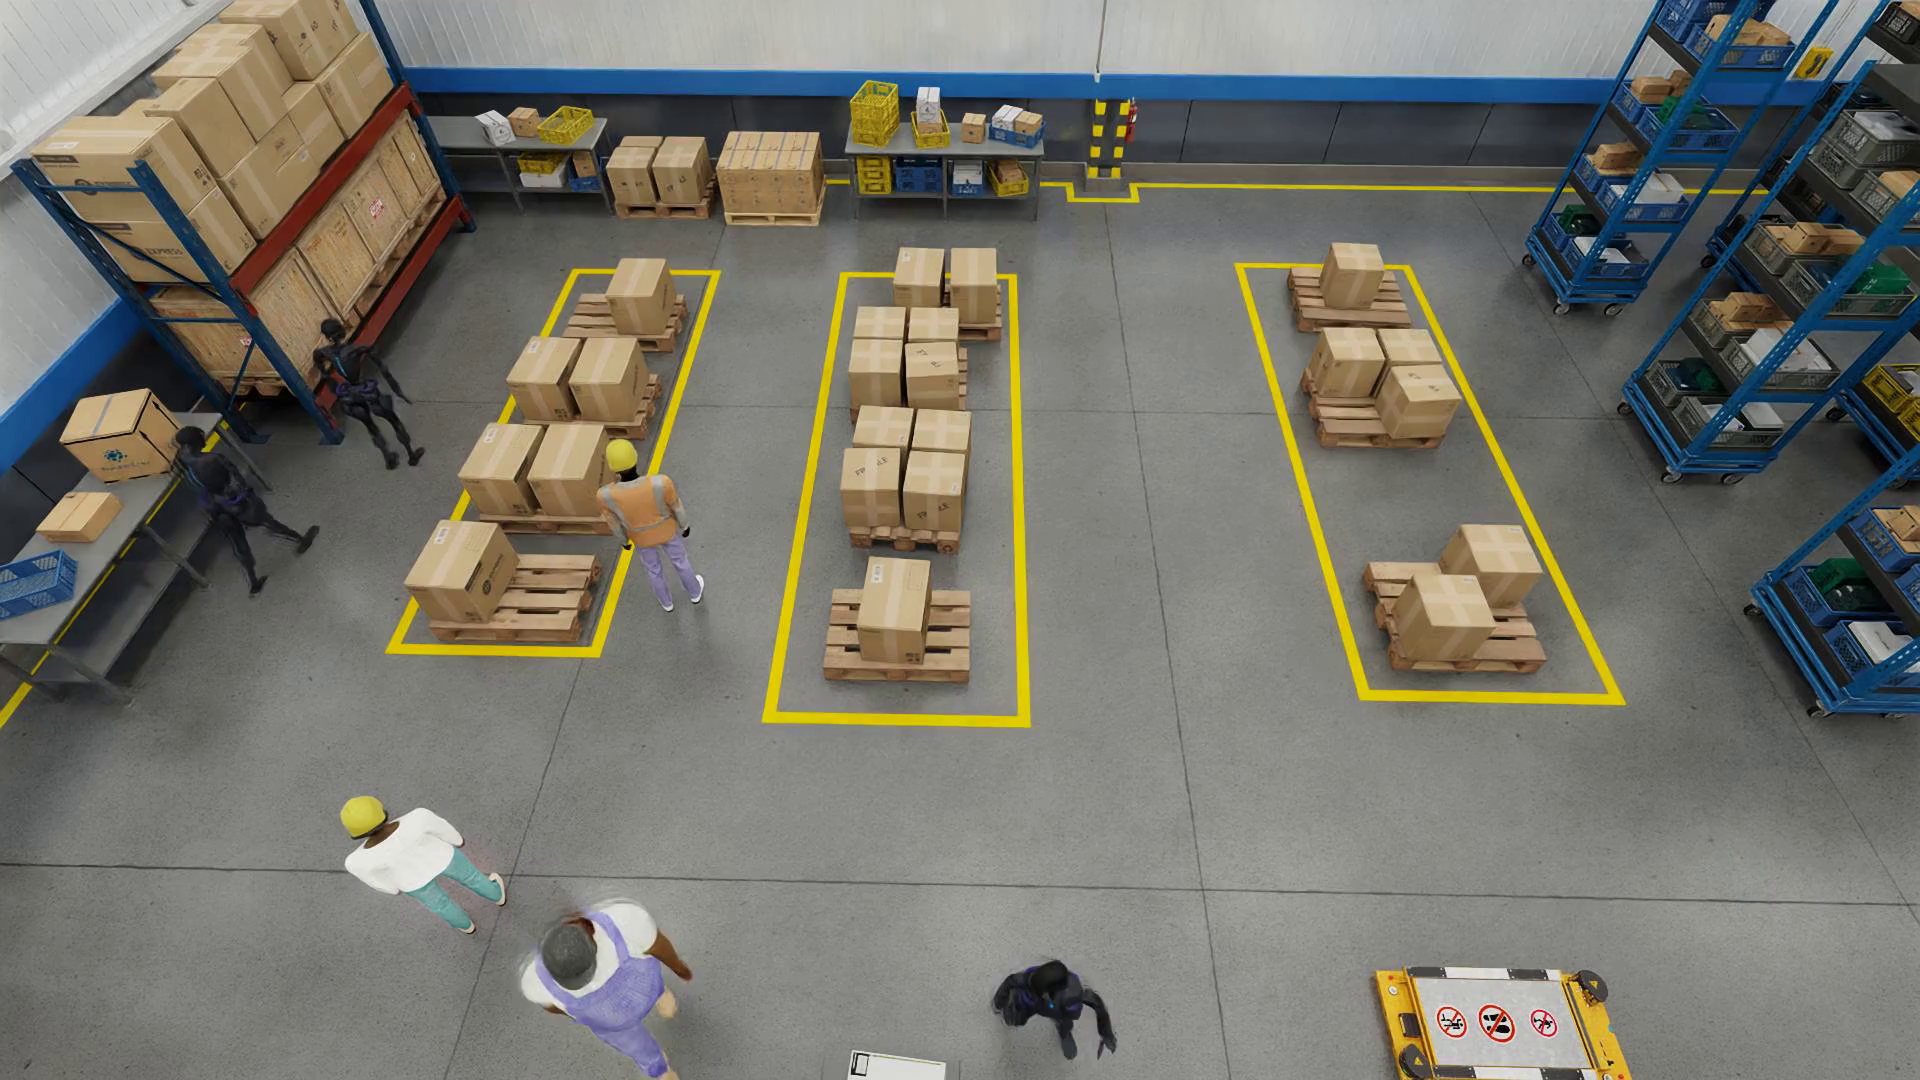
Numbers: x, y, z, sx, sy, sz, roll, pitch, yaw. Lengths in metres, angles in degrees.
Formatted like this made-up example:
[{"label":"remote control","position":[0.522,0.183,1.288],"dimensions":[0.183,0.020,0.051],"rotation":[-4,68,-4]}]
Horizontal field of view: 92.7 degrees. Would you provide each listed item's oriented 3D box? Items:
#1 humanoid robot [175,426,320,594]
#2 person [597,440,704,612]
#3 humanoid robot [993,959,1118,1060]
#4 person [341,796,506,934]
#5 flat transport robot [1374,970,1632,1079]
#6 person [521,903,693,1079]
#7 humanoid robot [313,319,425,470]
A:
[{"label":"humanoid robot","position":[-6.229,-0.277,7.844],"dimensions":[0.669,1.623,0.809],"rotation":[5,51,4]},{"label":"person","position":[-2.514,-0.087,7.487],"dimensions":[0.584,1.928,0.361],"rotation":[-15,52,-12]},{"label":"humanoid robot","position":[0.579,2.719,5.361],"dimensions":[0.772,1.640,0.493],"rotation":[6,51,5]},{"label":"person","position":[-3.415,2.063,5.837],"dimensions":[0.306,1.768,0.524],"rotation":[35,59,25]},{"label":"flat transport robot","position":[3.501,3.133,5.914],"dimensions":[1.431,0.197,0.652],"rotation":[1,51,1]},{"label":"person","position":[-1.898,2.604,5.221],"dimensions":[0.699,2.000,0.870],"rotation":[-36,59,-26]},{"label":"humanoid robot","position":[-5.594,-1.370,8.689],"dimensions":[0.621,1.634,0.401],"rotation":[-10,51,-8]}]
